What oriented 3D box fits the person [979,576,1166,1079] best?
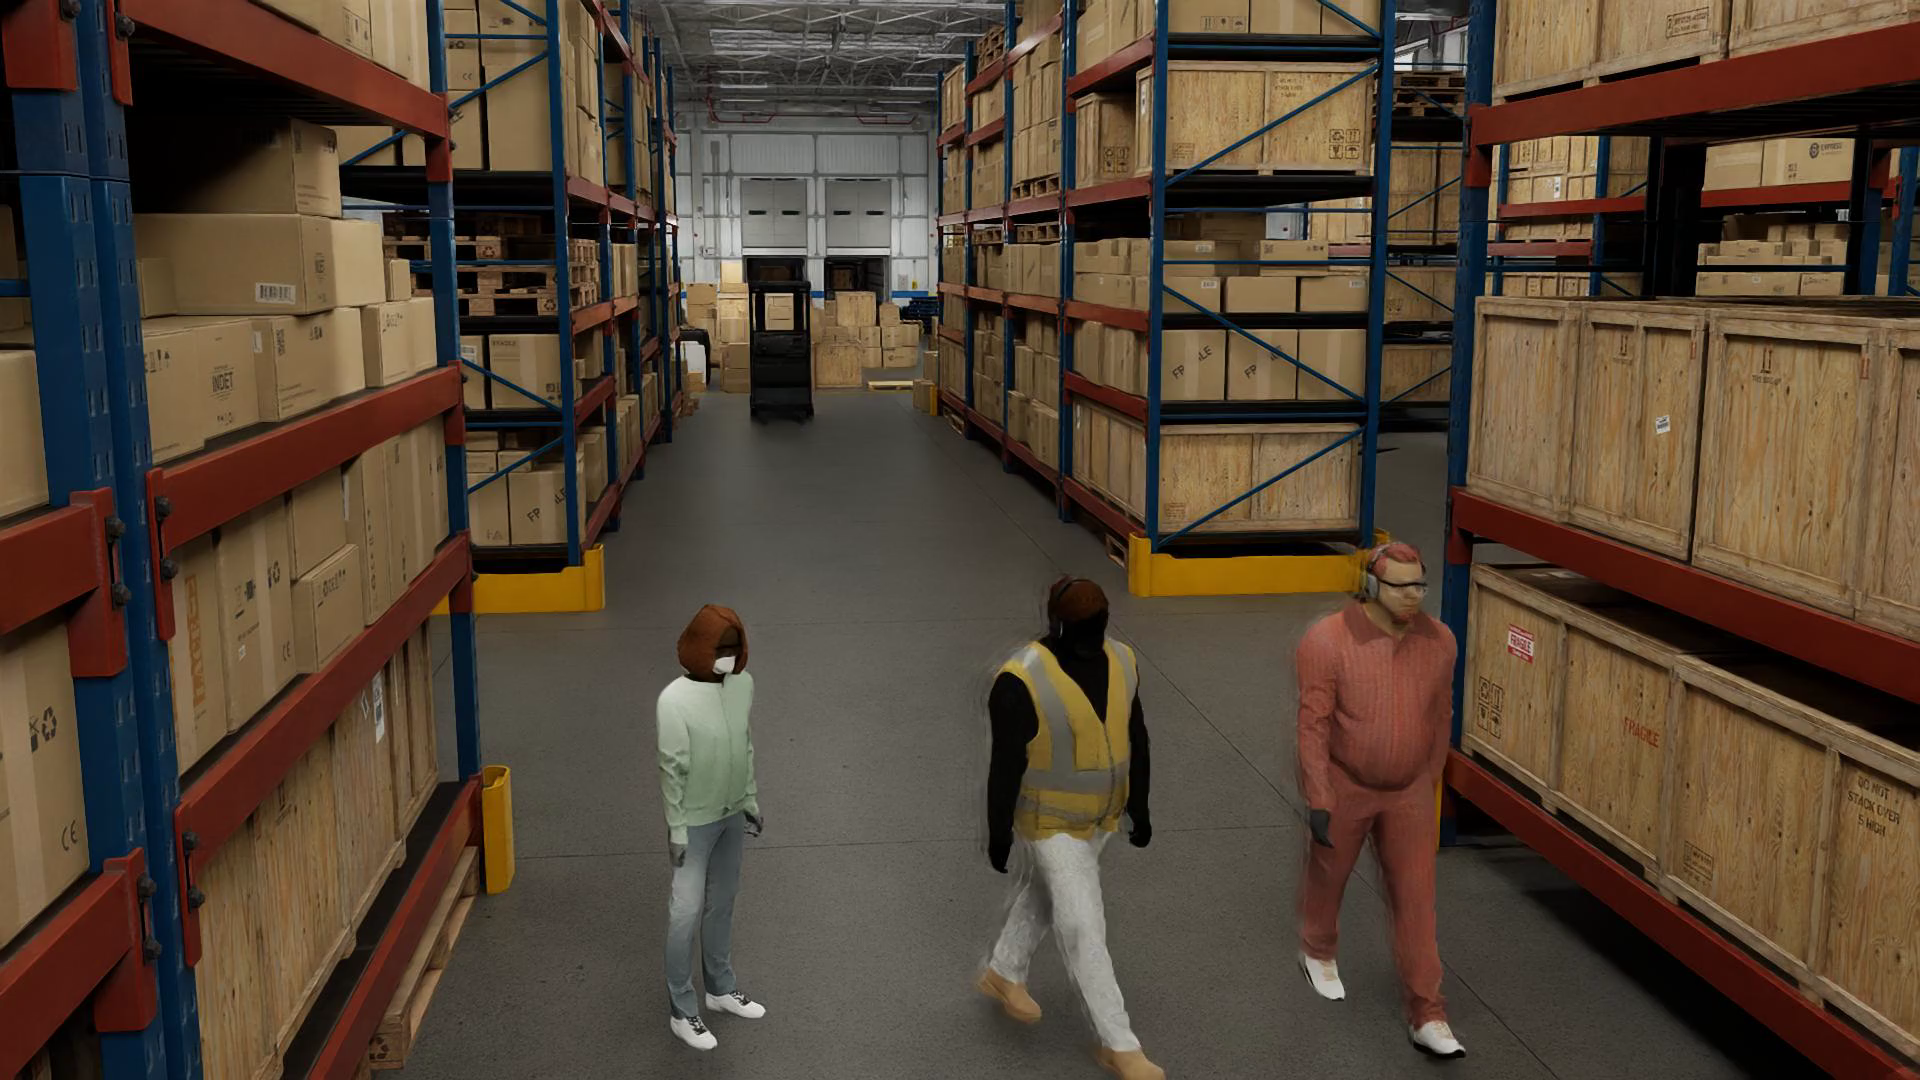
[{"bbox_3d":[0.386,0.994,6.031,0.643,1.794,0.958,-9,13,-41],"label":"person"}]

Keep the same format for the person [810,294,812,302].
[{"bbox_3d":[-6.051,-9.089,64.987,0.549,1.667,0.519,-3,10,-15],"label":"person"}]

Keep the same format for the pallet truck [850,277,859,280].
[{"bbox_3d":[-3.782,-9.391,65.808,1.885,1.965,0.823,2,10,10],"label":"pallet truck"}]

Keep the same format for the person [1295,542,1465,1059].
[{"bbox_3d":[1.546,0.923,6.180,0.650,1.854,0.982,-1,10,-7],"label":"person"}]

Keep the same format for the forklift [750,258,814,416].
[{"bbox_3d":[-3.277,-3.722,30.233,1.129,2.768,1.873,-1,10,-7],"label":"forklift"}]

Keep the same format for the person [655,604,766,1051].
[{"bbox_3d":[-0.915,1.036,6.160,0.285,1.633,0.498,6,11,32],"label":"person"}]

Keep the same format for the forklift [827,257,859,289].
[{"bbox_3d":[-3.293,-6.577,46.858,1.129,2.768,1.873,-1,10,-7],"label":"forklift"}]

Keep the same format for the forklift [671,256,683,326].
[{"bbox_3d":[-11.354,-9.571,64.286,1.129,2.768,1.873,-1,10,-7],"label":"forklift"}]
